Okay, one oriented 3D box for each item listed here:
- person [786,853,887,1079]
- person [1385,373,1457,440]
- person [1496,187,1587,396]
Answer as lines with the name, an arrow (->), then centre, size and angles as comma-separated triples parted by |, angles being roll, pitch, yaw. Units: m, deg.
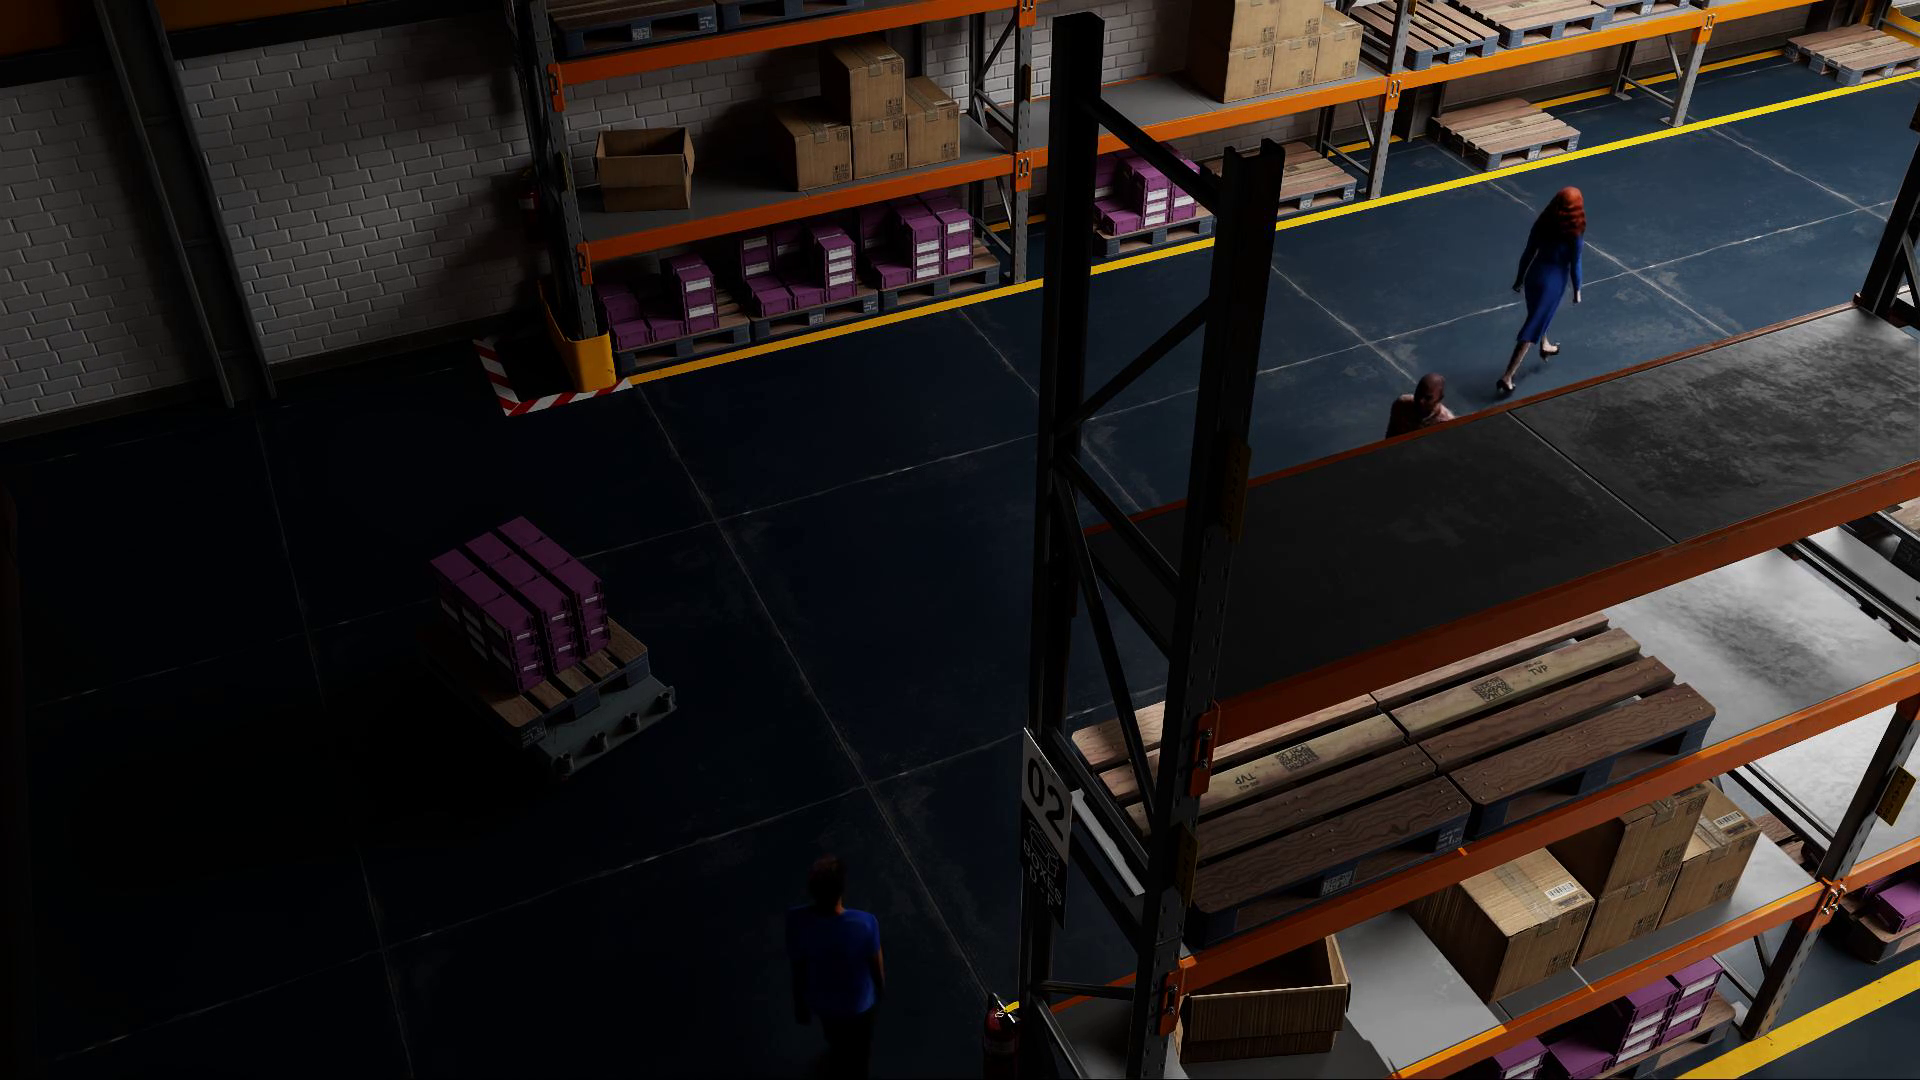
person -> -0.597, 2.309, 8.088 | 1.212, 1.831, 1.165 | 8, 39, 10
person -> 3.173, -0.440, 11.562 | 0.822, 1.793, 0.806 | 27, 46, 30
person -> 4.653, -1.958, 13.469 | 1.159, 1.784, 0.778 | -25, 45, -28
